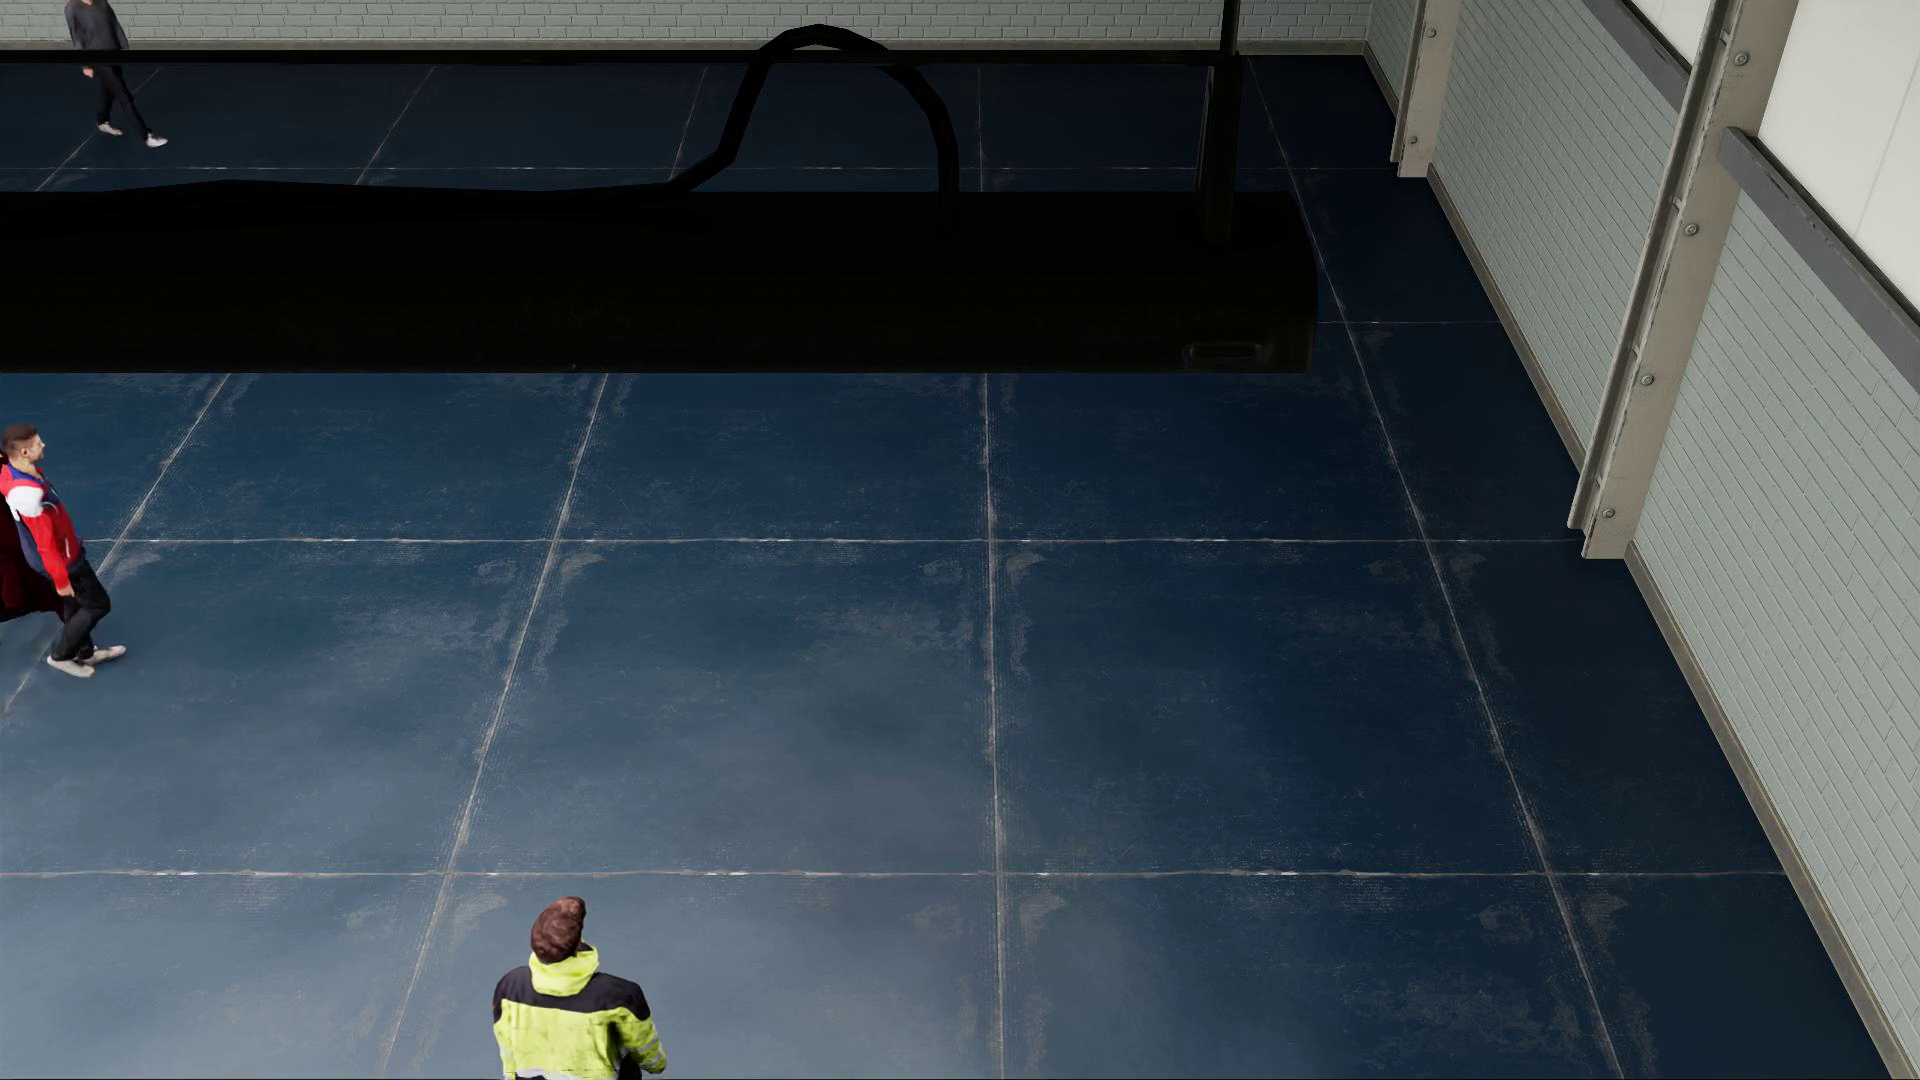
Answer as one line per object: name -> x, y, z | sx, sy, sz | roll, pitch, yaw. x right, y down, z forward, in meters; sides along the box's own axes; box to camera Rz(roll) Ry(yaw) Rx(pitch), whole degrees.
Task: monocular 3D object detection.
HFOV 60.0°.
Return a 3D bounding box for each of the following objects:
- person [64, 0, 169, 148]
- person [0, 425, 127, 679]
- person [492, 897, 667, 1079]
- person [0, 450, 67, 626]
person -> -8.371, -4.679, 16.188 | 0.967, 1.708, 1.199 | 13, 39, 17
person -> -5.438, 0.121, 9.845 | 0.866, 1.744, 0.790 | -22, 43, -27
person -> -1.577, 2.301, 6.813 | 0.870, 1.944, 1.143 | 4, 37, 6
person -> -5.869, -0.041, 10.063 | 1.068, 1.738, 1.021 | -30, 46, -33
